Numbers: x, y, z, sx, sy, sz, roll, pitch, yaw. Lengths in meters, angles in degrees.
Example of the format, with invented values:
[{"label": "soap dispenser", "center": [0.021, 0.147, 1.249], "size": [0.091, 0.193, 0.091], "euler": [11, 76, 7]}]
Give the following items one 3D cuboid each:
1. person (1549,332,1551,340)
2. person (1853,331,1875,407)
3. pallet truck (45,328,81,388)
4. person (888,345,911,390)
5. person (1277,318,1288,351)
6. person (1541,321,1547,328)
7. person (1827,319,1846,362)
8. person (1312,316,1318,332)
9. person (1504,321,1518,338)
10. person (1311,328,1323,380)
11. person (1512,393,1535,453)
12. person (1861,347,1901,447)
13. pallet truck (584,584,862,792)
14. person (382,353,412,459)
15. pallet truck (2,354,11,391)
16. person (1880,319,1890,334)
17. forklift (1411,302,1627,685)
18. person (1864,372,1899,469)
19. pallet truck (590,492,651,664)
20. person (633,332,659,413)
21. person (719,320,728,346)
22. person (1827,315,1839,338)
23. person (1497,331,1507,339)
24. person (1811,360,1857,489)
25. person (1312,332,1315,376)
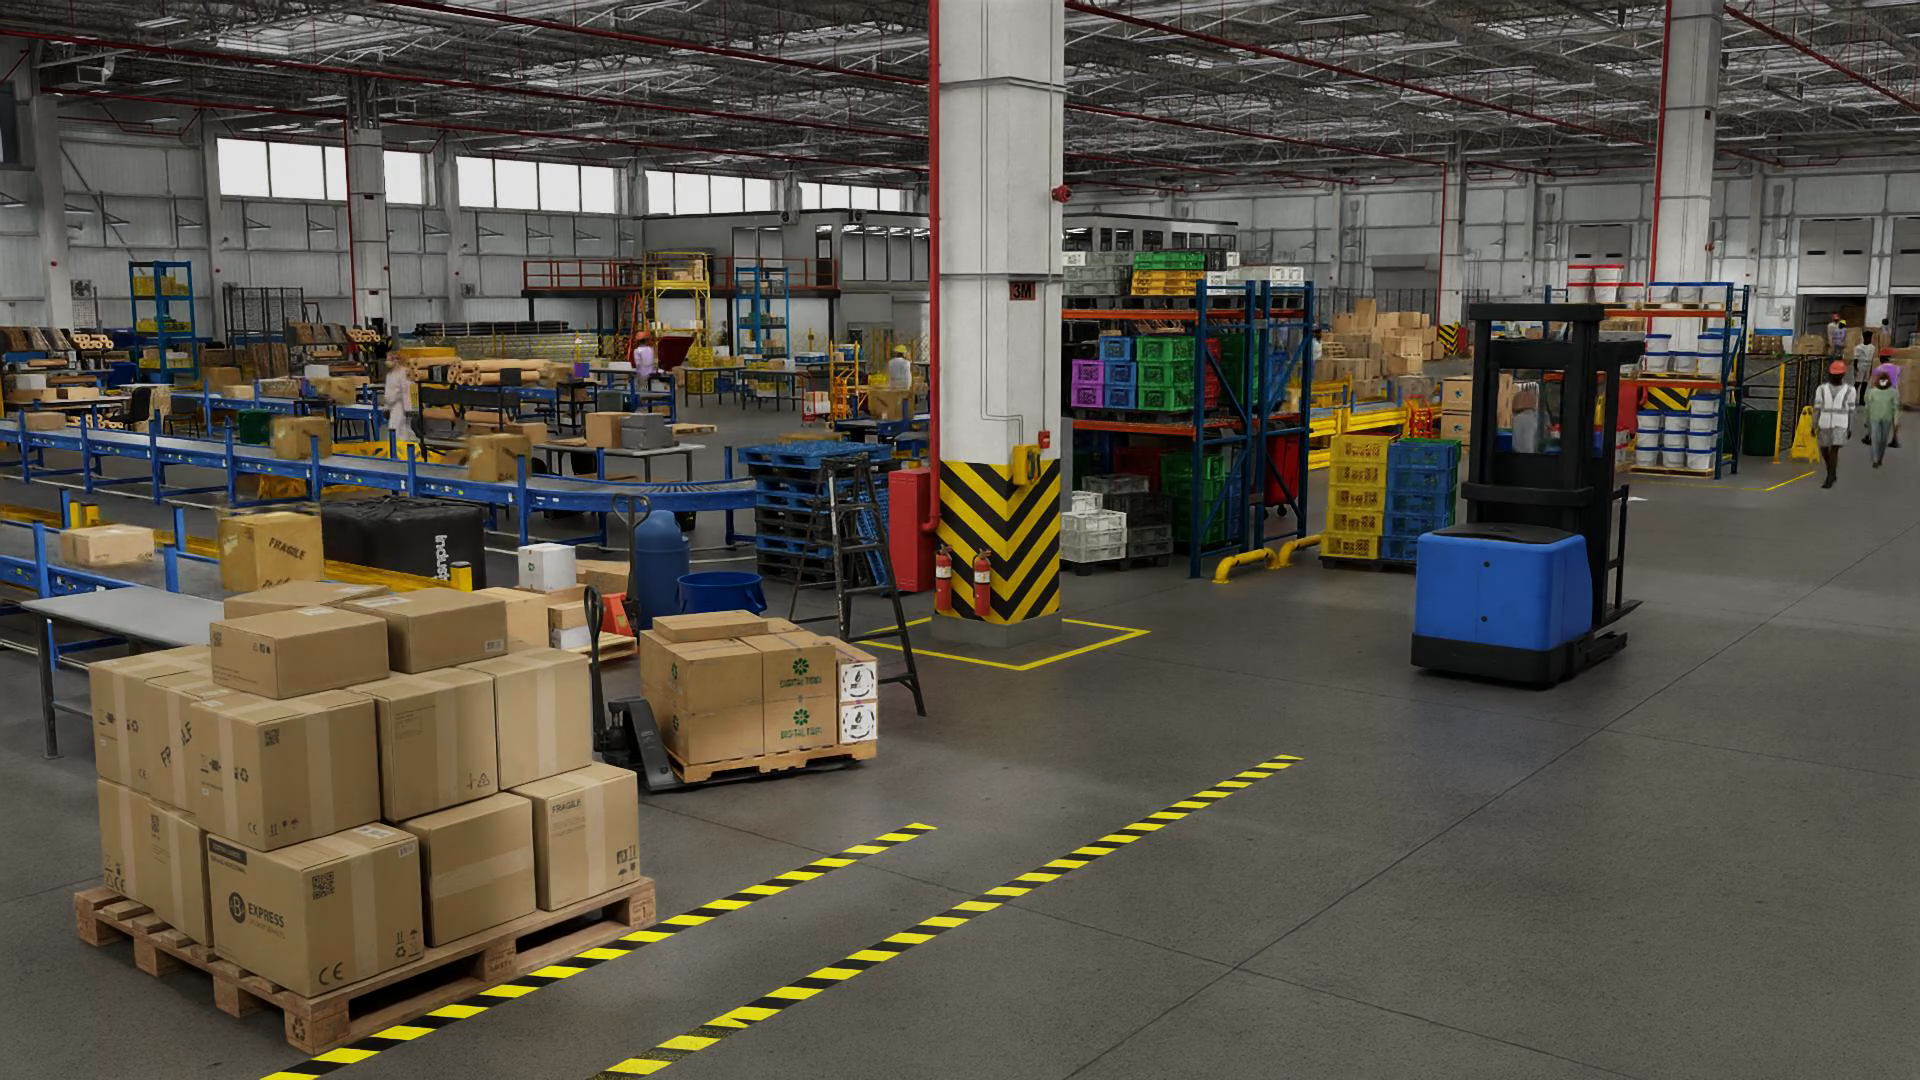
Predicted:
[{"label": "person", "center": [15.337, -4.428, 43.063], "size": [0.977, 1.886, 0.550], "euler": [-4, 10, -27]}, {"label": "person", "center": [23.095, -4.370, 42.500], "size": [0.616, 1.953, 0.393], "euler": [-3, 9, -22]}, {"label": "pallet truck", "center": [-23.775, -4.544, 43.495], "size": [1.885, 1.965, 0.823], "euler": [6, 10, 35]}, {"label": "person", "center": [-1.215, -3.238, 35.315], "size": [0.620, 1.803, 0.682], "euler": [6, 11, 37]}, {"label": "person", "center": [13.960, -8.709, 71.948], "size": [0.548, 1.895, 0.973], "euler": [4, 9, 23]}, {"label": "person", "center": [24.283, -8.251, 69.019], "size": [0.430, 1.841, 0.624], "euler": [-3, 9, -22]}, {"label": "person", "center": [33.973, -7.602, 64.459], "size": [0.739, 1.902, 0.442], "euler": [-1, 9, -8]}, {"label": "person", "center": [15.928, -9.186, 75.237], "size": [0.589, 1.865, 0.729], "euler": [0, 8, 0]}, {"label": "person", "center": [25.108, -9.311, 75.796], "size": [0.609, 1.946, 0.395], "euler": [3, 9, 18]}, {"label": "person", "center": [10.222, -5.172, 48.056], "size": [0.563, 1.898, 0.607], "euler": [6, 11, 37]}, {"label": "person", "center": [7.337, -1.137, 21.874], "size": [0.525, 1.583, 0.844], "euler": [-7, 11, -38]}, {"label": "person", "center": [17.486, -2.703, 31.446], "size": [0.543, 1.896, 0.986], "euler": [0, 8, 1]}, {"label": "pallet truck", "center": [-1.426, 0.805, 10.019], "size": [1.601, 1.201, 0.680], "euler": [-4, 9, -26]}, {"label": "person", "center": [-9.746, -2.262, 28.501], "size": [0.755, 1.880, 0.672], "euler": [-7, 11, -40]}, {"label": "pallet truck", "center": [-24.881, -4.417, 42.634], "size": [1.885, 1.965, 0.823], "euler": [8, 11, 41]}, {"label": "person", "center": [38.765, -8.362, 69.789], "size": [0.429, 1.846, 0.629], "euler": [3, 9, 20]}, {"label": "forklift", "center": [4.379, -0.438, 12.852], "size": [1.129, 2.768, 1.873], "euler": [7, 11, 37]}, {"label": "person", "center": [15.324, -2.003, 27.672], "size": [0.503, 1.604, 0.784], "euler": [4, 9, 25]}, {"label": "pallet truck", "center": [-3.115, 0.344, 12.883], "size": [0.653, 1.274, 1.630], "euler": [7, 11, 37]}, {"label": "person", "center": [-7.425, -3.896, 39.190], "size": [1.064, 1.995, 0.625], "euler": [7, 11, 41]}, {"label": "person", "center": [-9.307, -7.820, 66.168], "size": [0.487, 1.830, 0.507], "euler": [5, 10, 32]}, {"label": "person", "center": [37.812, -8.747, 71.885], "size": [0.619, 1.987, 0.403], "euler": [1, 8, 6]}, {"label": "person", "center": [17.082, -5.749, 52.521], "size": [0.490, 1.730, 0.457], "euler": [0, 8, 2]}, {"label": "person", "center": [13.086, -1.741, 24.888], "size": [0.552, 1.919, 0.806], "euler": [7, 11, 40]}, {"label": "person", "center": [10.383, -5.238, 48.947], "size": [0.532, 1.768, 0.311], "euler": [8, 12, 44]}]
